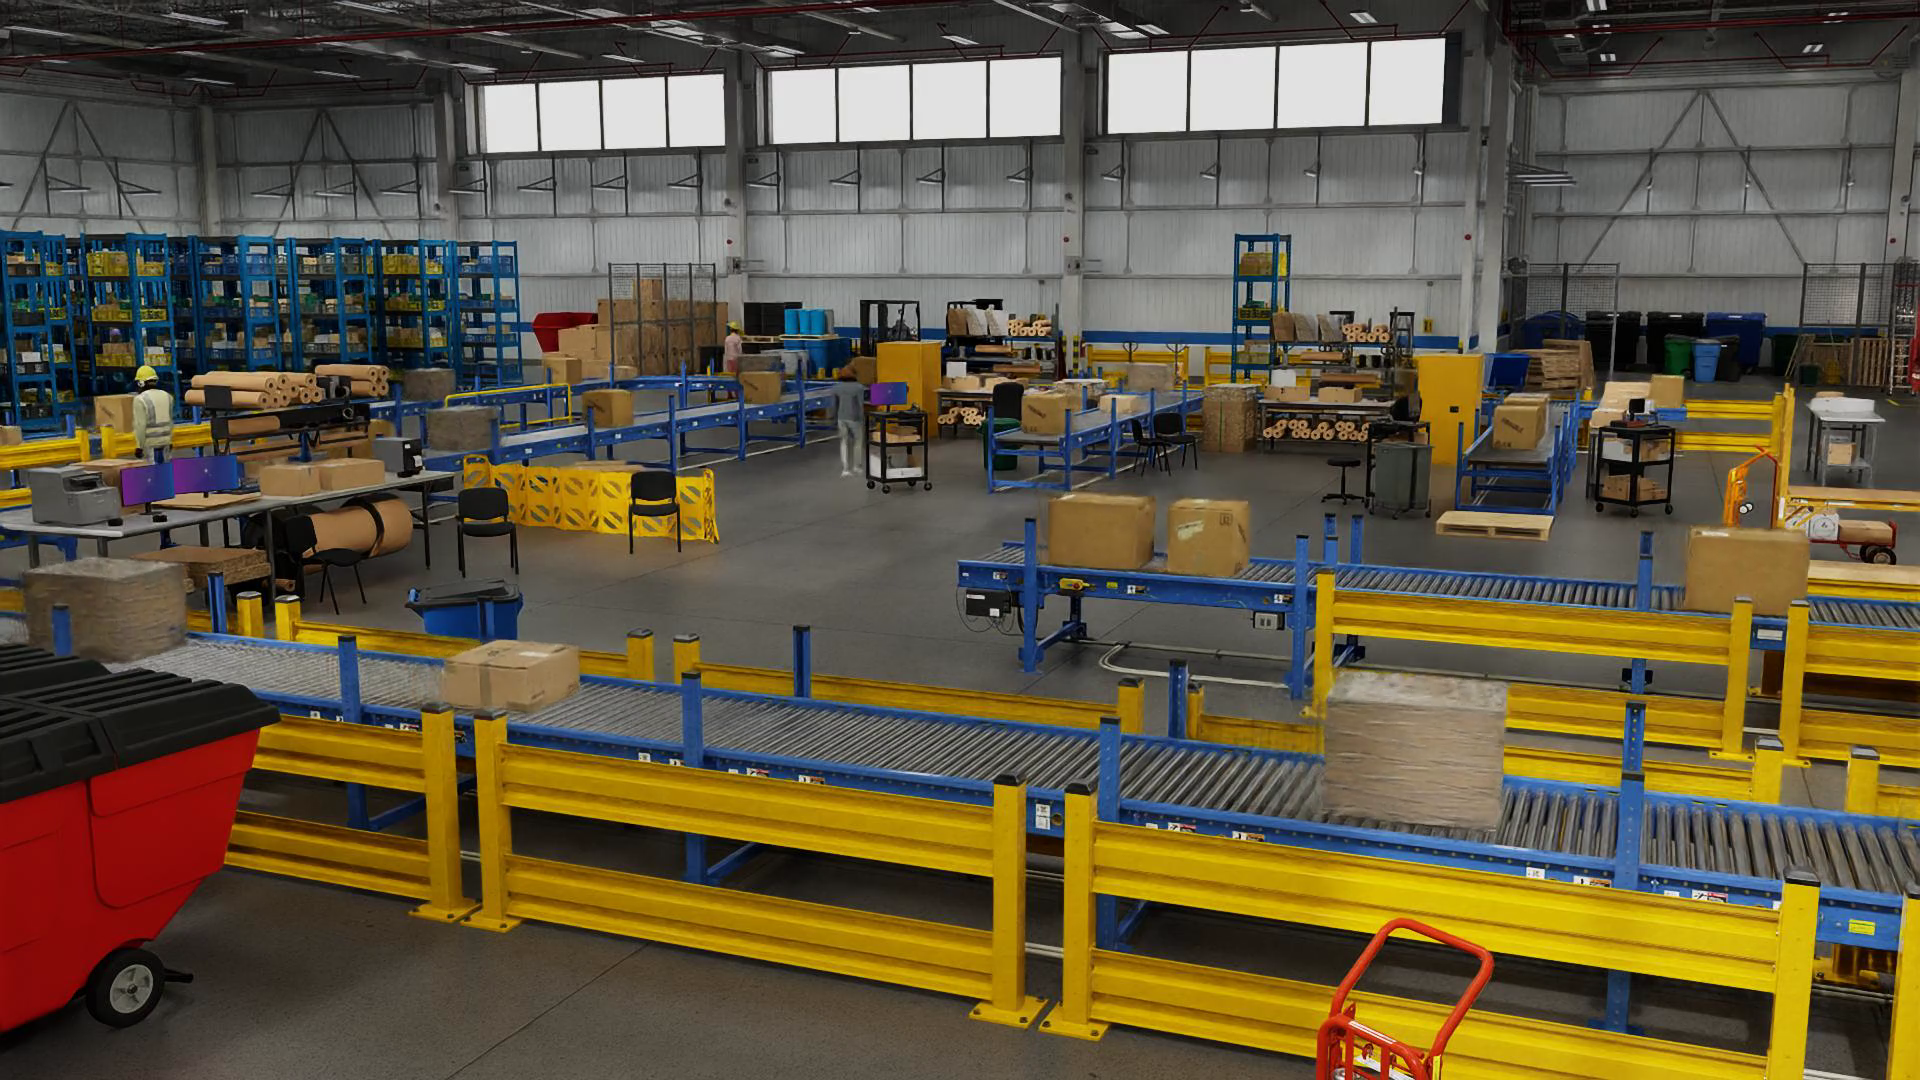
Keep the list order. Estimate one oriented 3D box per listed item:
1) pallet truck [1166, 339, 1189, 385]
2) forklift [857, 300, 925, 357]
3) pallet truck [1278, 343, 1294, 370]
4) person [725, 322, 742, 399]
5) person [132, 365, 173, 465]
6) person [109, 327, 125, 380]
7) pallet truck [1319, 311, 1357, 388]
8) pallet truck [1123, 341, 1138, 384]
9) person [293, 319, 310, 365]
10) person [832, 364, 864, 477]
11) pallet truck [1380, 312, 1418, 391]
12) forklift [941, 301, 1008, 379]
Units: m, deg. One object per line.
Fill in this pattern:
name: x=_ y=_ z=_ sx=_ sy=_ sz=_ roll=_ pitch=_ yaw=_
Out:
pallet truck: x=5.418 y=-4.269 z=40.420 sx=0.704 sy=1.261 sz=1.522 roll=3 pitch=10 yaw=20
forklift: x=-1.732 y=-5.109 z=42.468 sx=1.157 sy=1.987 sz=2.680 roll=4 pitch=10 yaw=22
pallet truck: x=7.886 y=-4.163 z=39.743 sx=0.653 sy=1.274 sz=1.630 roll=4 pitch=10 yaw=22
person: x=-5.110 y=-4.059 z=37.709 sx=0.524 sy=1.769 sz=0.325 roll=8 pitch=13 yaw=41
person: x=-9.791 y=-1.198 z=20.170 sx=0.403 sy=1.831 sz=0.595 roll=2 pitch=10 yaw=14
person: x=-19.480 y=-4.231 z=38.545 sx=0.566 sy=1.835 sz=0.376 roll=6 pitch=11 yaw=32
pallet truck: x=9.071 y=-4.419 z=39.190 sx=0.823 sy=1.965 sz=1.885 roll=5 pitch=10 yaw=26
pallet truck: x=4.445 y=-4.380 z=41.279 sx=0.680 sy=1.201 sz=1.601 roll=4 pitch=10 yaw=22
person: x=-15.918 y=-4.607 z=40.349 sx=0.622 sy=1.990 sz=0.402 roll=8 pitch=12 yaw=38
person: x=-1.580 y=-1.737 z=24.084 sx=0.519 sy=1.609 sz=0.621 roll=3 pitch=10 yaw=18
pallet truck: x=10.207 y=-4.283 z=38.369 sx=0.823 sy=1.965 sz=1.885 roll=3 pitch=10 yaw=20
forklift: x=0.365 y=-4.966 z=41.571 sx=1.157 sy=1.987 sz=2.680 roll=3 pitch=10 yaw=20
